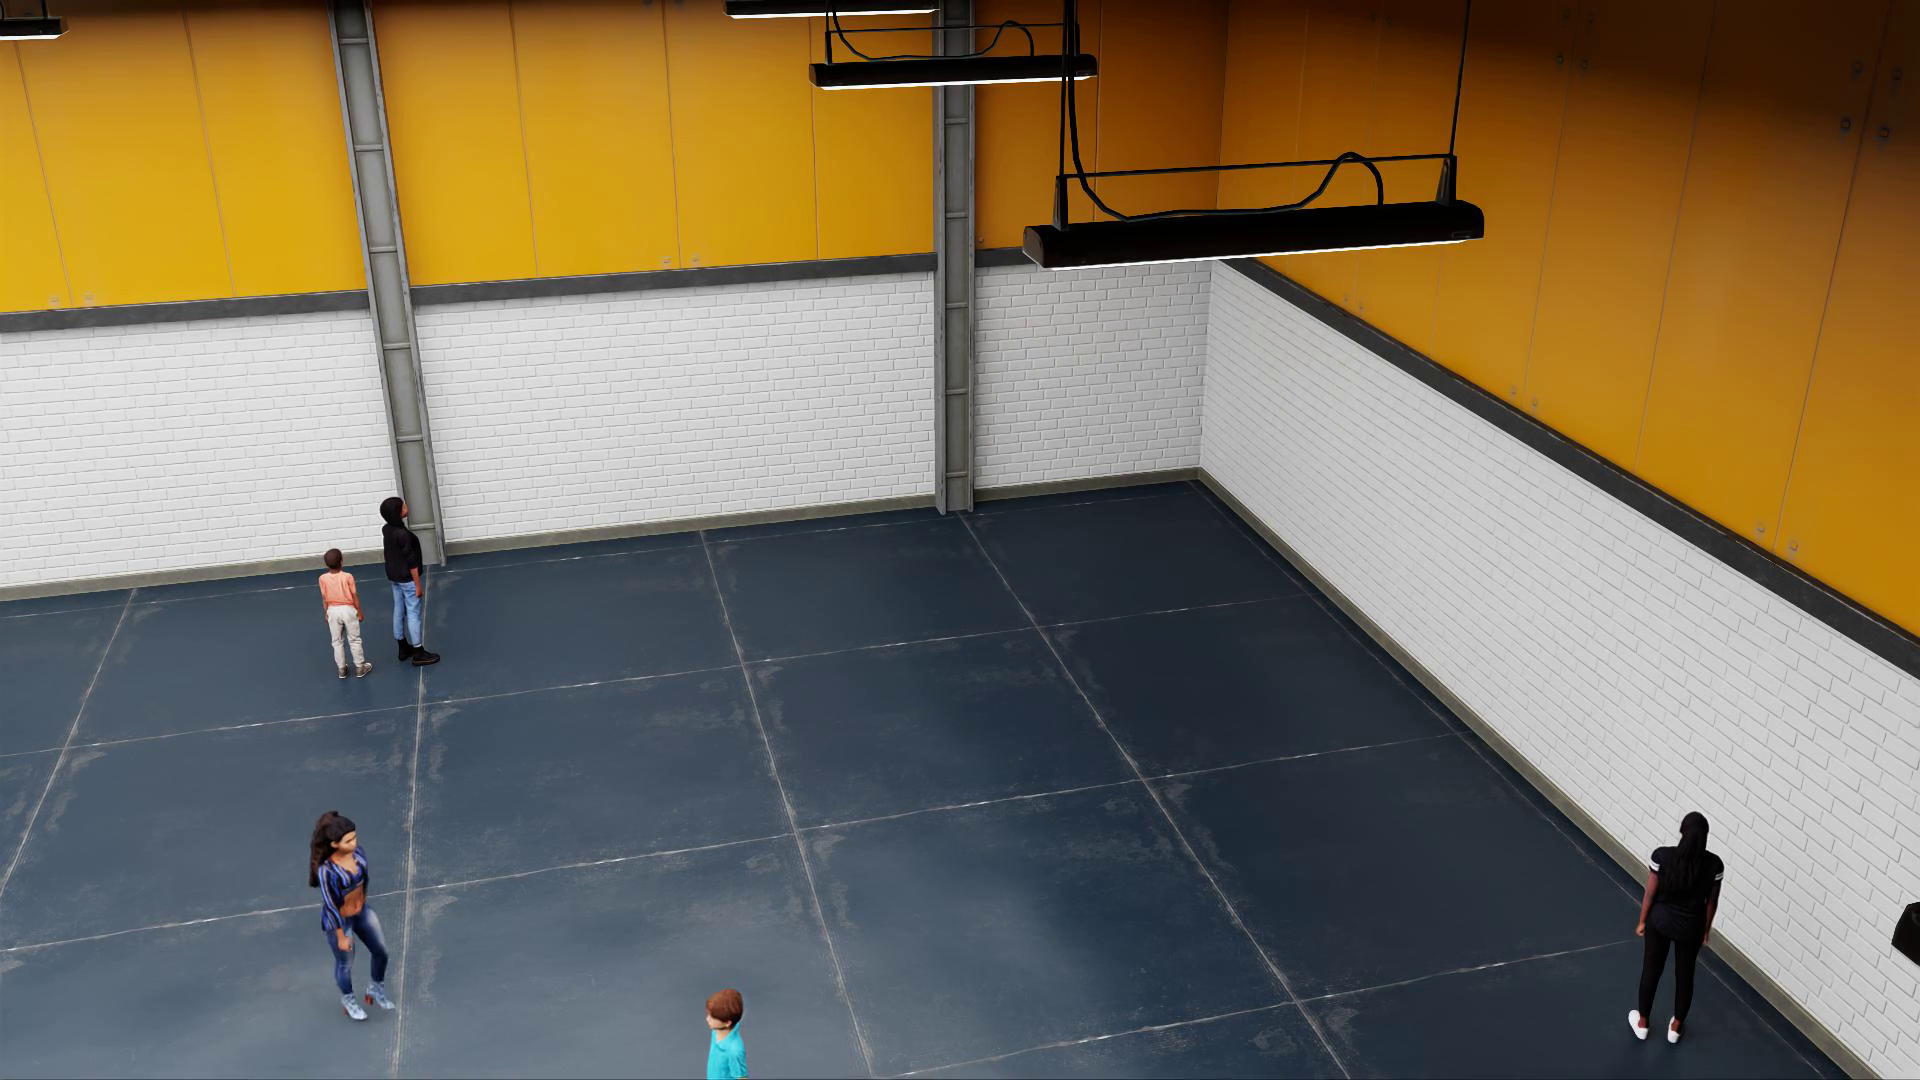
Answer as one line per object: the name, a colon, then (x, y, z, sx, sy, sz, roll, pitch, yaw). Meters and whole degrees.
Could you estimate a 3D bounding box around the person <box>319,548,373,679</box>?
person: (-5.819, 0.682, 15.667, 0.447, 1.311, 0.582, -2, 24, -5)

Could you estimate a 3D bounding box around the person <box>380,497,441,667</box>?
person: (-5.302, 0.381, 15.868, 0.662, 1.701, 0.703, 17, 29, 34)

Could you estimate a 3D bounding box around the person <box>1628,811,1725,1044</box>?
person: (4.696, 2.532, 10.915, 0.680, 1.728, 0.770, 7, 25, 16)

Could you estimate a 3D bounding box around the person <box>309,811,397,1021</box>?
person: (-4.144, 2.517, 11.094, 0.803, 1.612, 0.752, 11, 26, 24)

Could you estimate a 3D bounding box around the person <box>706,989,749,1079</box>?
person: (-1.321, 3.219, 9.690, 0.525, 1.449, 0.555, -12, 26, -25)
